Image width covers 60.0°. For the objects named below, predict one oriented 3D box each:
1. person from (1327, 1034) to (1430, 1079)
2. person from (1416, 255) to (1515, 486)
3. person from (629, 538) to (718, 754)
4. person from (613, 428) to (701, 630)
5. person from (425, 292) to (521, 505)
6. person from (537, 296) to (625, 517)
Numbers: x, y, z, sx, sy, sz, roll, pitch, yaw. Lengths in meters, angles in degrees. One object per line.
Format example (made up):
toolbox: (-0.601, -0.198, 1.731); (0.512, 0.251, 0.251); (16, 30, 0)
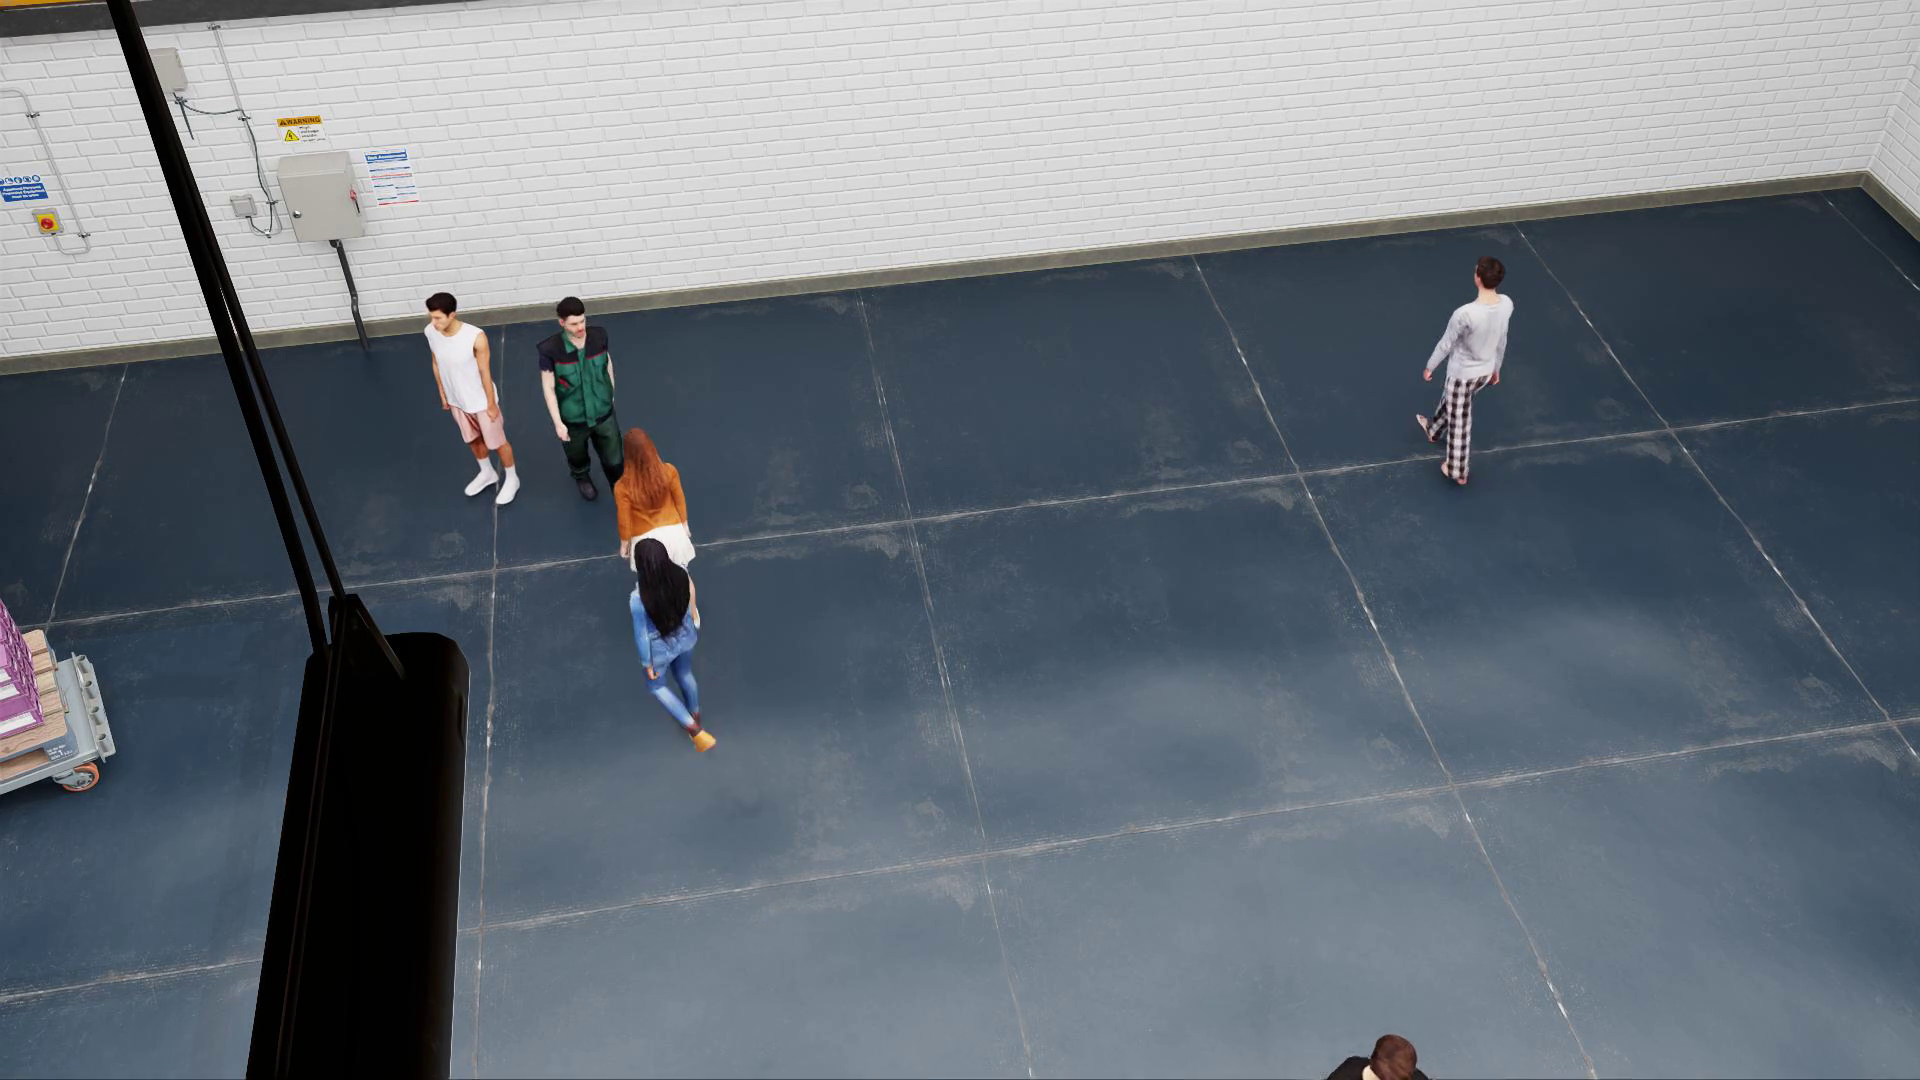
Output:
person: (1.866, 2.746, 7.762); (0.738, 1.883, 0.688); (1, 44, 1)
person: (3.691, -1.150, 11.896); (0.804, 1.822, 1.066); (-16, 46, -16)
person: (-1.688, 0.697, 10.050); (0.823, 1.694, 0.914); (-32, 52, -29)
person: (-1.956, -0.011, 10.775); (0.702, 1.720, 0.670); (-20, 47, -20)
person: (-3.451, -1.033, 11.803); (0.724, 1.781, 0.736); (16, 46, 16)
person: (-2.669, -0.926, 11.633); (0.943, 1.860, 1.278); (-21, 48, -21)
